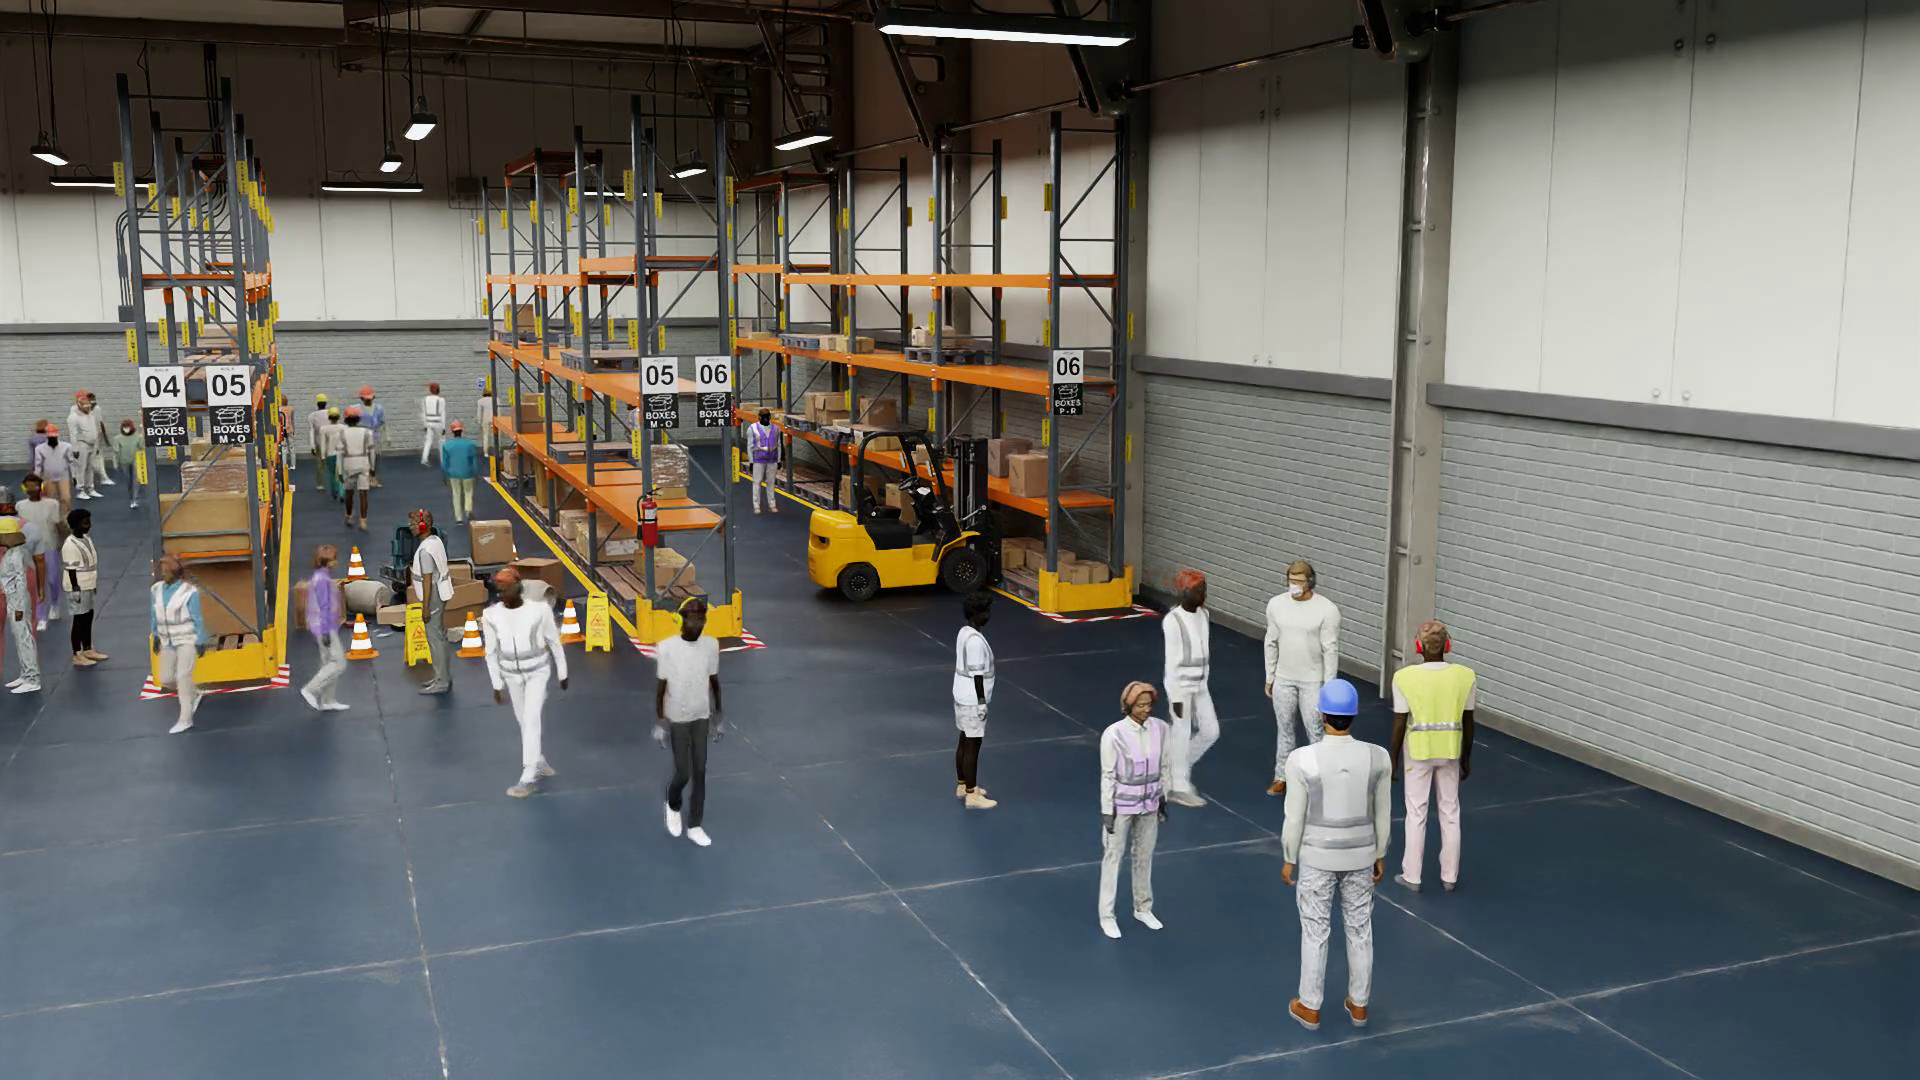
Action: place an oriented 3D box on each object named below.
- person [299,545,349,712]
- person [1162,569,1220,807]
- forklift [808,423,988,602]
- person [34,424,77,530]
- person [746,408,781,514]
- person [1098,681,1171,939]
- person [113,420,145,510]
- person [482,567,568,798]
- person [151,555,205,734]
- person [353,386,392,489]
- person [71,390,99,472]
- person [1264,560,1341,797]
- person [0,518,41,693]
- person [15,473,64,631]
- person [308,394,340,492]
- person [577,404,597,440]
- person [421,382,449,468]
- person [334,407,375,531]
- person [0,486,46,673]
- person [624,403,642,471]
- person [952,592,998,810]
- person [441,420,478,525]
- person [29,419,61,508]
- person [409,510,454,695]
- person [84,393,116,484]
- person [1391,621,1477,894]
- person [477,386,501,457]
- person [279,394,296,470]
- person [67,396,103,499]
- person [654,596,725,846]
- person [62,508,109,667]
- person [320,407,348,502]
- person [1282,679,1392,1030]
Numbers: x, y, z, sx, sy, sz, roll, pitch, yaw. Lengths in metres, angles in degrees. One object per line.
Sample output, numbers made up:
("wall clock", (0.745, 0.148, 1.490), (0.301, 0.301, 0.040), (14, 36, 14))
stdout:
("person", (-5.962, 0.843, 15.623), (0.409, 1.624, 0.584), (-3, 10, -19))
("person", (1.788, 1.155, 12.906), (0.413, 1.868, 0.589), (8, 12, 41))
("forklift", (-0.830, -0.399, 21.676), (2.313, 2.155, 1.214), (-4, 10, -21))
("person", (-14.642, -1.003, 26.929), (0.597, 1.721, 0.742), (-5, 10, -28))
("person", (-3.389, -1.374, 28.920), (0.627, 1.844, 0.429), (-5, 10, -27))
("person", (1.090, 1.674, 10.406), (0.516, 1.631, 0.320), (-5, 10, -30))
("person", (-14.687, -1.325, 29.424), (0.520, 1.584, 0.867), (-3, 9, -17))
("person", (-3.494, 1.094, 13.433), (0.598, 1.839, 0.852), (1, 9, 6))
("person", (-7.071, 0.922, 15.127), (0.534, 1.620, 0.462), (3, 9, 17))
("person", (-11.363, -1.974, 32.138), (0.745, 2.014, 0.509), (-8, 12, -41))
("person", (-18.395, -2.284, 34.980), (0.577, 1.737, 0.355), (-2, 9, -11))
("person", (2.678, 1.101, 13.084), (0.624, 1.931, 0.378), (7, 11, 37))
("person", (-9.389, 0.645, 16.520), (0.310, 1.743, 0.493), (-7, 11, -35))
("person", (-10.831, 0.104, 19.633), (0.527, 1.841, 0.864), (-4, 10, -23))
("person", (-12.158, -1.859, 31.884), (0.588, 1.887, 0.951), (-5, 10, -29))
("person", (-7.160, -1.803, 32.072), (0.542, 1.695, 0.316), (8, 12, 41))
("person", (-11.358, -2.480, 35.880), (0.584, 1.849, 0.935), (3, 9, 16))
("person", (-9.858, -1.165, 27.123), (0.622, 1.985, 1.031), (-4, 10, -25))
("person", (-9.632, 0.447, 16.832), (0.686, 2.000, 0.535), (-6, 11, -35))
("person", (-6.433, -1.999, 32.932), (0.404, 1.824, 0.591), (-3, 10, -18))
("person", (0.111, 1.238, 12.947), (0.319, 1.693, 0.532), (-2, 9, -12))
("person", (-8.313, -1.117, 27.634), (0.585, 1.732, 0.405), (-3, 10, -21))
("person", (-16.130, -1.333, 29.363), (0.500, 1.620, 0.354), (-2, 9, -11))
("person", (-5.225, 0.605, 16.497), (0.392, 1.836, 0.561), (-2, 9, -11))
("person", (-17.253, -2.012, 33.007), (0.959, 1.827, 0.511), (2, 9, 11))
("person", (3.147, 1.459, 11.102), (0.563, 1.838, 0.388), (0, 9, -2))
("person", (-10.733, -2.700, 37.945), (0.528, 1.626, 0.309), (-2, 9, -12))
("person", (-14.292, -2.271, 35.188), (0.307, 1.645, 0.514), (5, 10, 28))
("person", (-16.206, -1.711, 30.846), (0.402, 1.904, 0.652), (1, 9, 7))
("person", (-1.953, 1.308, 12.024), (0.544, 1.847, 0.415), (-6, 11, -33))
("person", (-9.303, 0.500, 17.613), (0.319, 1.690, 0.540), (-1, 9, -8))
("person", (-11.418, -1.563, 30.459), (0.541, 1.728, 0.895), (-4, 10, -24))
("person", (2.054, 1.721, 9.109), (0.601, 1.948, 0.386), (-1, 9, -5))
